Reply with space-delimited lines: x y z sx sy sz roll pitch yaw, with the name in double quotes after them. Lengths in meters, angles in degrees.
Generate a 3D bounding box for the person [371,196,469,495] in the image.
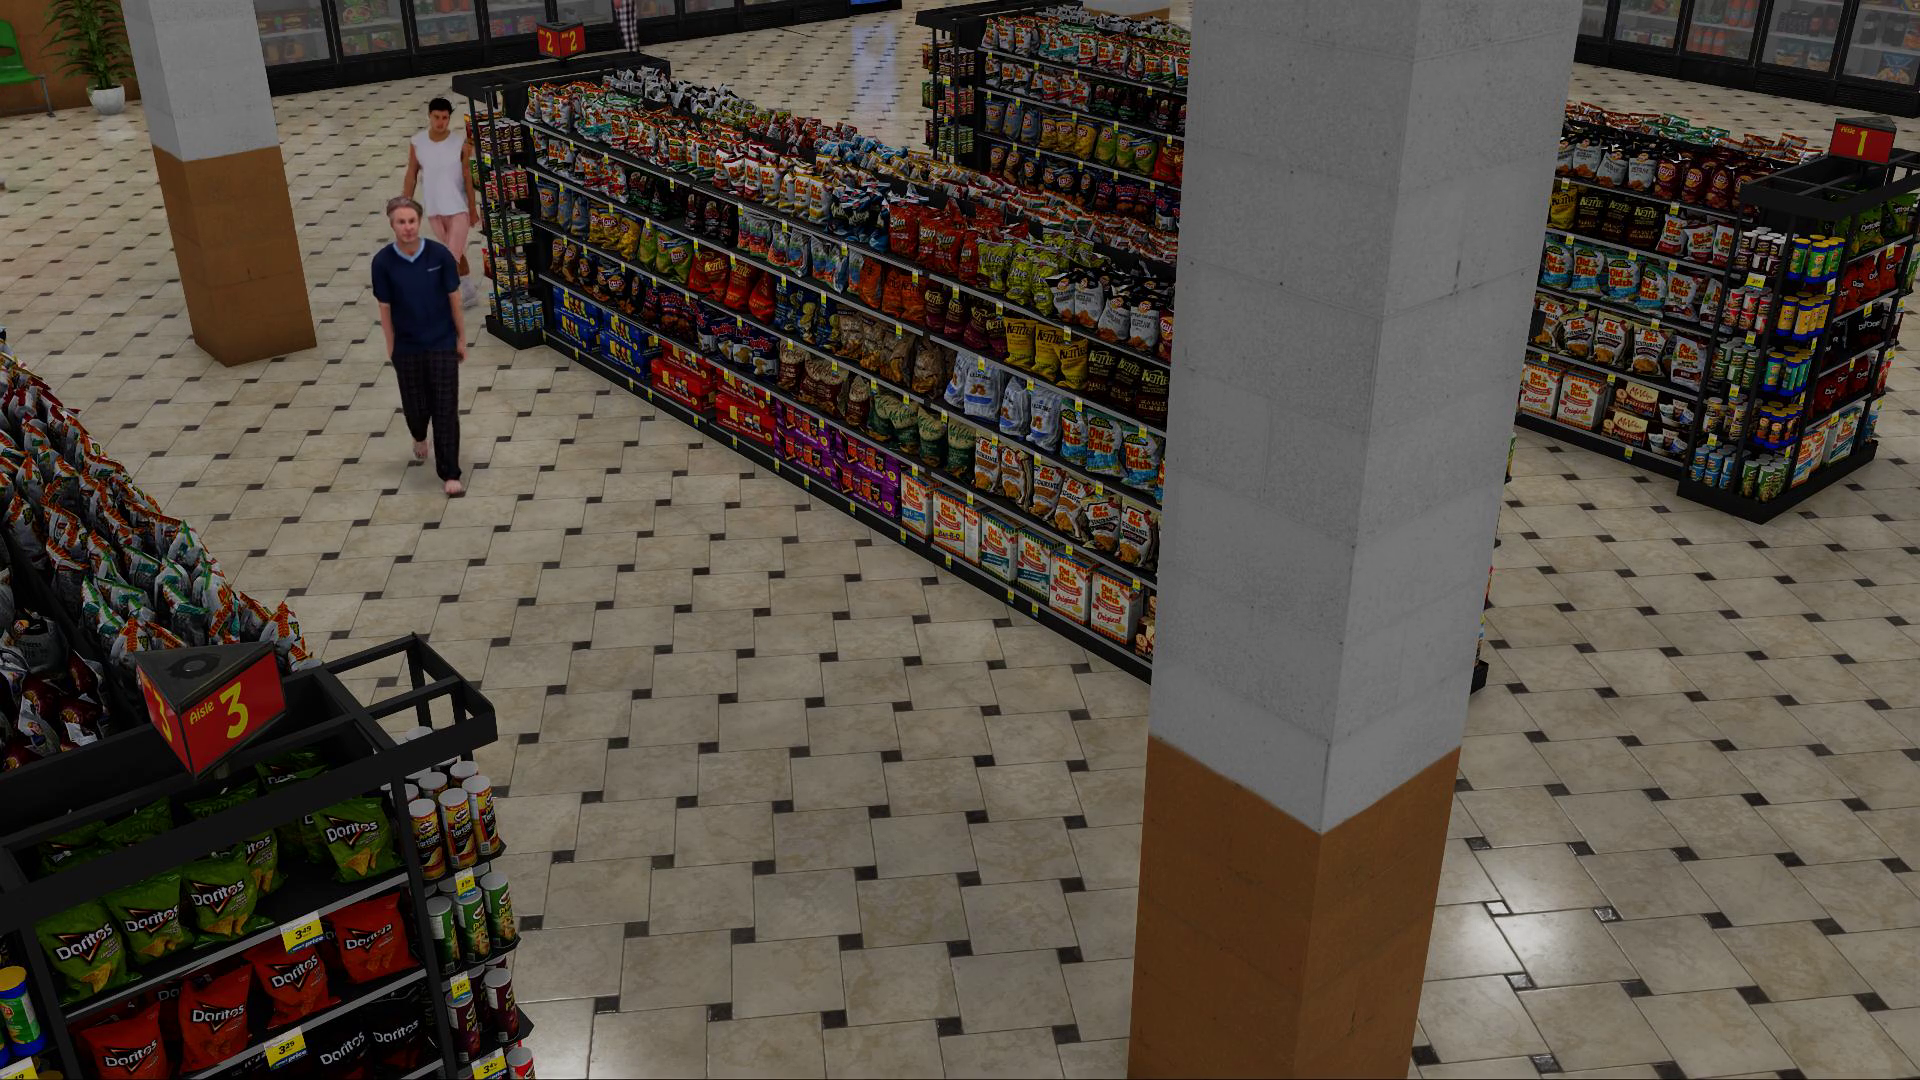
-3.313 -1.217 10.289 0.822 1.856 0.945 -10 29 -19 "person"

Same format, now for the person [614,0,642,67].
-4.513 -7.338 22.370 0.760 1.846 0.698 2 27 4 "person"

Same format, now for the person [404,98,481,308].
-4.027 -2.633 13.223 1.149 1.727 1.141 7 28 14 "person"
